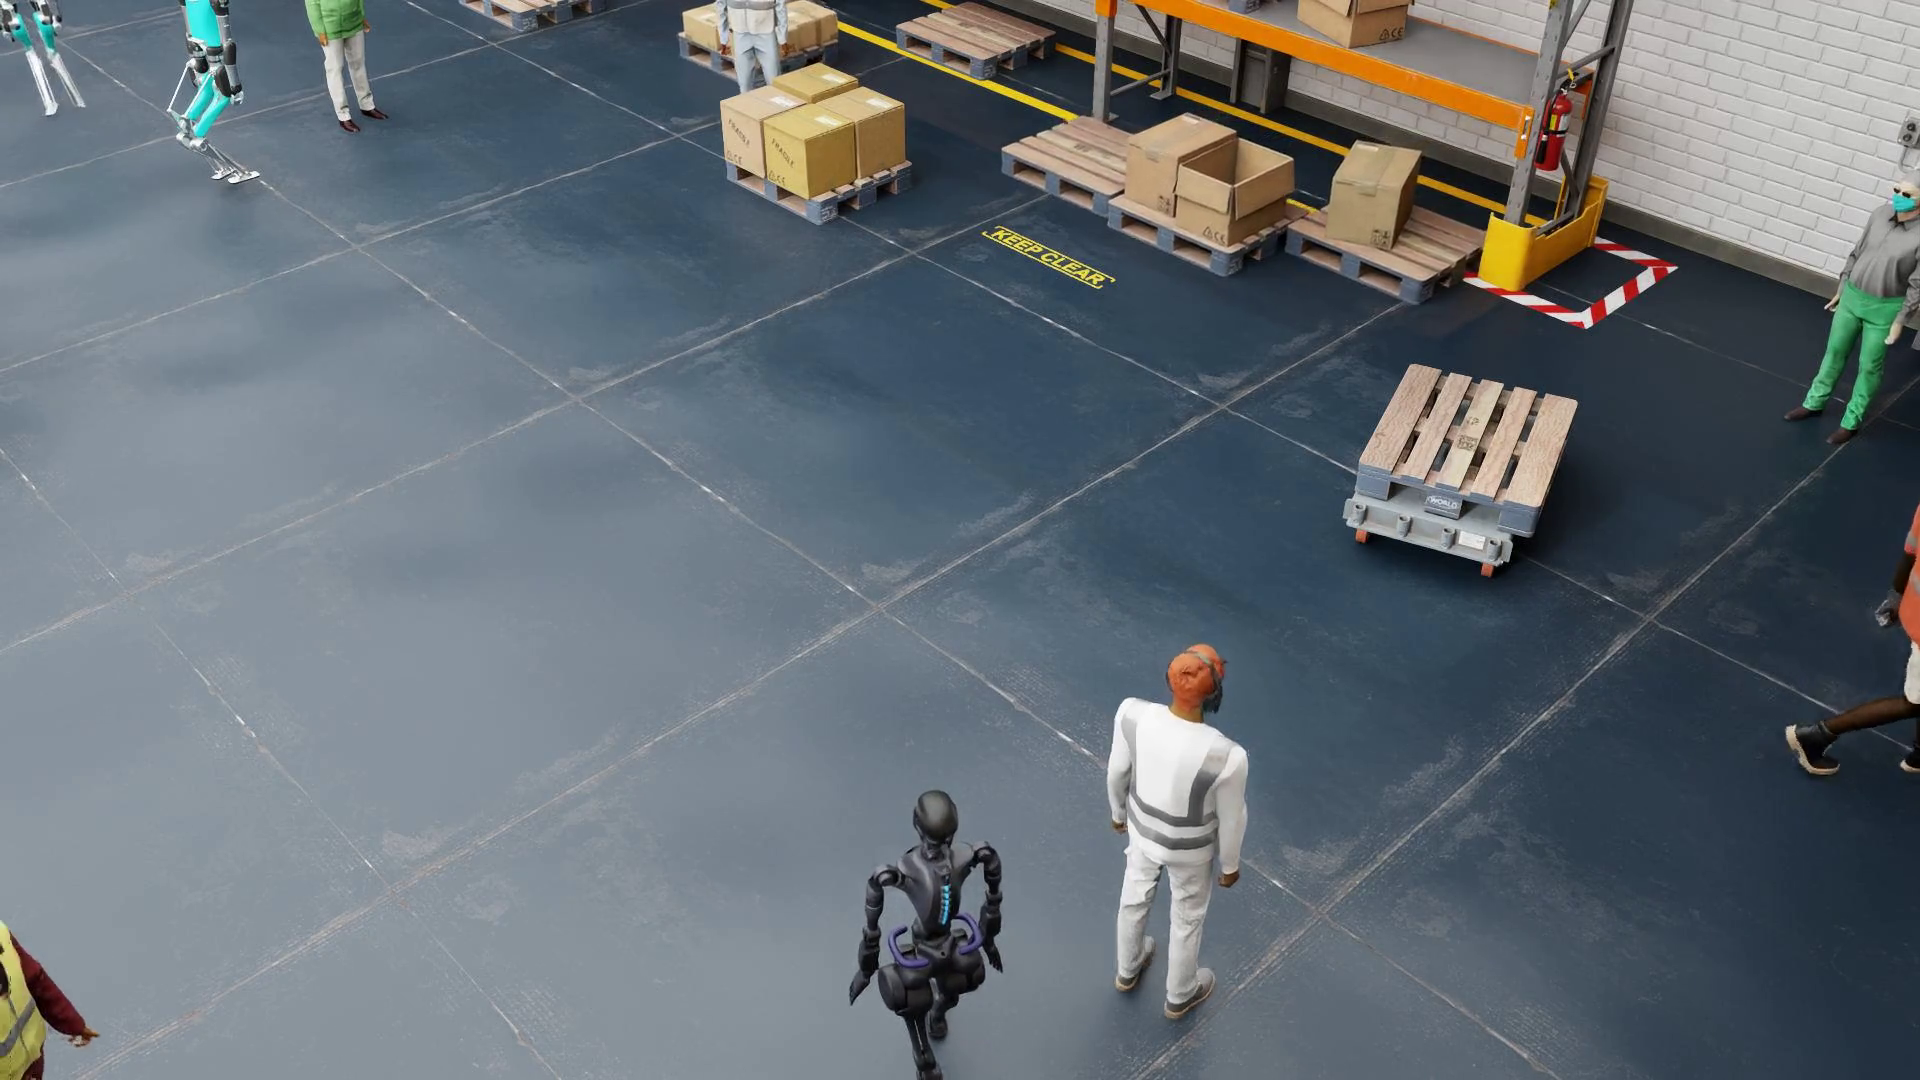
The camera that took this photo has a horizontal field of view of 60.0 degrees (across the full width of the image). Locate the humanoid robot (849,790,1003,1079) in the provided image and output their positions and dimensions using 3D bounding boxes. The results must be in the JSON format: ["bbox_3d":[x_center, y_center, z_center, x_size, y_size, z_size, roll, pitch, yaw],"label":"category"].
[{"bbox_3d":[-0.144,1.553,6.338,0.615,1.630,0.740,-13,39,-17],"label":"humanoid robot"}]

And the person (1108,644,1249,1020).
[{"bbox_3d":[0.855,1.176,6.640,0.588,1.883,0.347,22,42,27],"label":"person"}]

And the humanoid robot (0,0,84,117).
[{"bbox_3d":[-8.005,-4.500,14.297,0.538,1.820,0.673,-18,41,-22],"label":"humanoid robot"}]

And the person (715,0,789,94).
[{"bbox_3d":[-1.700,-4.170,13.700,0.597,1.908,0.399,4,37,5],"label":"person"}]

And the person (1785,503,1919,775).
[{"bbox_3d":[4.512,0.368,7.696,0.873,1.919,0.617,6,38,8],"label":"person"}]

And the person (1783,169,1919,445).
[{"bbox_3d":[5.571,-1.445,10.147,0.341,1.838,0.511,-18,40,-22],"label":"person"}]

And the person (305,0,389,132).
[{"bbox_3d":[-5.252,-4.379,14.076,0.383,1.784,0.534,22,42,26],"label":"person"}]

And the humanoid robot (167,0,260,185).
[{"bbox_3d":[-5.937,-3.562,12.920,0.533,1.677,0.735,21,42,26],"label":"humanoid robot"}]

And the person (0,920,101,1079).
[{"bbox_3d":[-3.282,1.854,5.877,0.940,1.716,0.490,0,37,0],"label":"person"}]
